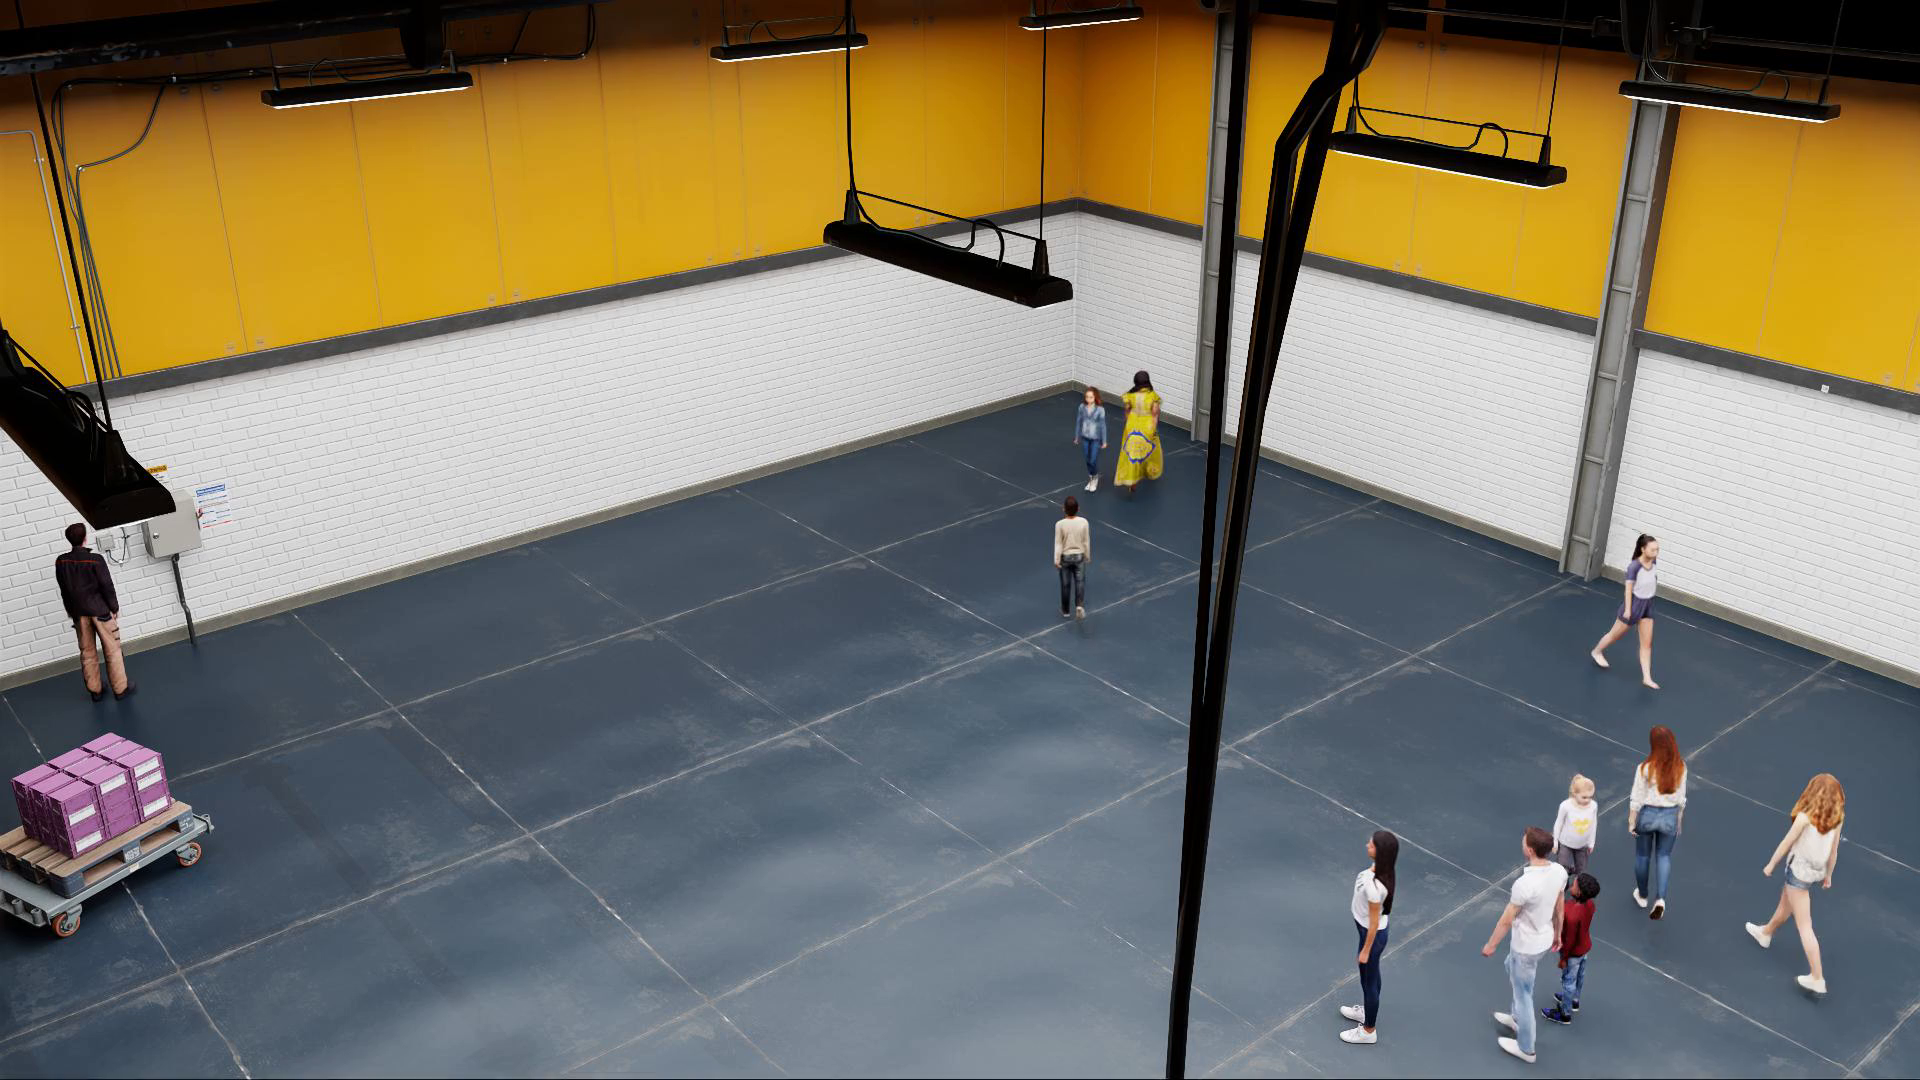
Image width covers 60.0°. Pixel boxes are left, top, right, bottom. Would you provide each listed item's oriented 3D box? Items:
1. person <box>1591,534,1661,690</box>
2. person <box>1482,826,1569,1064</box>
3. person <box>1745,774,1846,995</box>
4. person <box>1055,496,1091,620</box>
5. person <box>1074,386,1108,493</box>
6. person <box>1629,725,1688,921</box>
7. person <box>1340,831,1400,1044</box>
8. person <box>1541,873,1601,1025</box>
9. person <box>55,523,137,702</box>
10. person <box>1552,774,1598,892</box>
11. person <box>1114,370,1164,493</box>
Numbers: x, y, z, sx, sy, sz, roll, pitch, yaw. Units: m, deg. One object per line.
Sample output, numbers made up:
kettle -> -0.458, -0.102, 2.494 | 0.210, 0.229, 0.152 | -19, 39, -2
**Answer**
person -> 6.960, 0.698, 17.319 | 0.777, 1.605, 1.144 | -11, 26, -24
person -> 4.161, 2.941, 11.905 | 0.677, 1.831, 0.672 | -20, 31, -38
person -> 6.516, 2.649, 12.720 | 0.889, 1.714, 1.201 | -6, 24, -14
person -> 1.264, 0.232, 18.571 | 0.772, 1.455, 0.861 | -2, 24, -5
person -> 1.800, -1.378, 22.236 | 0.568, 1.469, 0.719 | 15, 28, 31
person -> 5.664, 2.324, 13.472 | 0.920, 1.707, 0.955 | 4, 24, 10
person -> 3.015, 2.880, 12.115 | 0.680, 1.774, 0.669 | 8, 25, 19
person -> 4.593, 3.031, 12.418 | 0.511, 1.255, 0.525 | 20, 30, 38
person -> -8.796, 0.731, 16.844 | 0.784, 1.925, 0.797 | -2, 24, -5
person -> 5.031, 2.459, 13.712 | 0.693, 1.268, 0.768 | -1, 24, -3
person -> 2.382, -1.410, 22.126 | 1.366, 1.617, 1.410 | 4, 24, 8
